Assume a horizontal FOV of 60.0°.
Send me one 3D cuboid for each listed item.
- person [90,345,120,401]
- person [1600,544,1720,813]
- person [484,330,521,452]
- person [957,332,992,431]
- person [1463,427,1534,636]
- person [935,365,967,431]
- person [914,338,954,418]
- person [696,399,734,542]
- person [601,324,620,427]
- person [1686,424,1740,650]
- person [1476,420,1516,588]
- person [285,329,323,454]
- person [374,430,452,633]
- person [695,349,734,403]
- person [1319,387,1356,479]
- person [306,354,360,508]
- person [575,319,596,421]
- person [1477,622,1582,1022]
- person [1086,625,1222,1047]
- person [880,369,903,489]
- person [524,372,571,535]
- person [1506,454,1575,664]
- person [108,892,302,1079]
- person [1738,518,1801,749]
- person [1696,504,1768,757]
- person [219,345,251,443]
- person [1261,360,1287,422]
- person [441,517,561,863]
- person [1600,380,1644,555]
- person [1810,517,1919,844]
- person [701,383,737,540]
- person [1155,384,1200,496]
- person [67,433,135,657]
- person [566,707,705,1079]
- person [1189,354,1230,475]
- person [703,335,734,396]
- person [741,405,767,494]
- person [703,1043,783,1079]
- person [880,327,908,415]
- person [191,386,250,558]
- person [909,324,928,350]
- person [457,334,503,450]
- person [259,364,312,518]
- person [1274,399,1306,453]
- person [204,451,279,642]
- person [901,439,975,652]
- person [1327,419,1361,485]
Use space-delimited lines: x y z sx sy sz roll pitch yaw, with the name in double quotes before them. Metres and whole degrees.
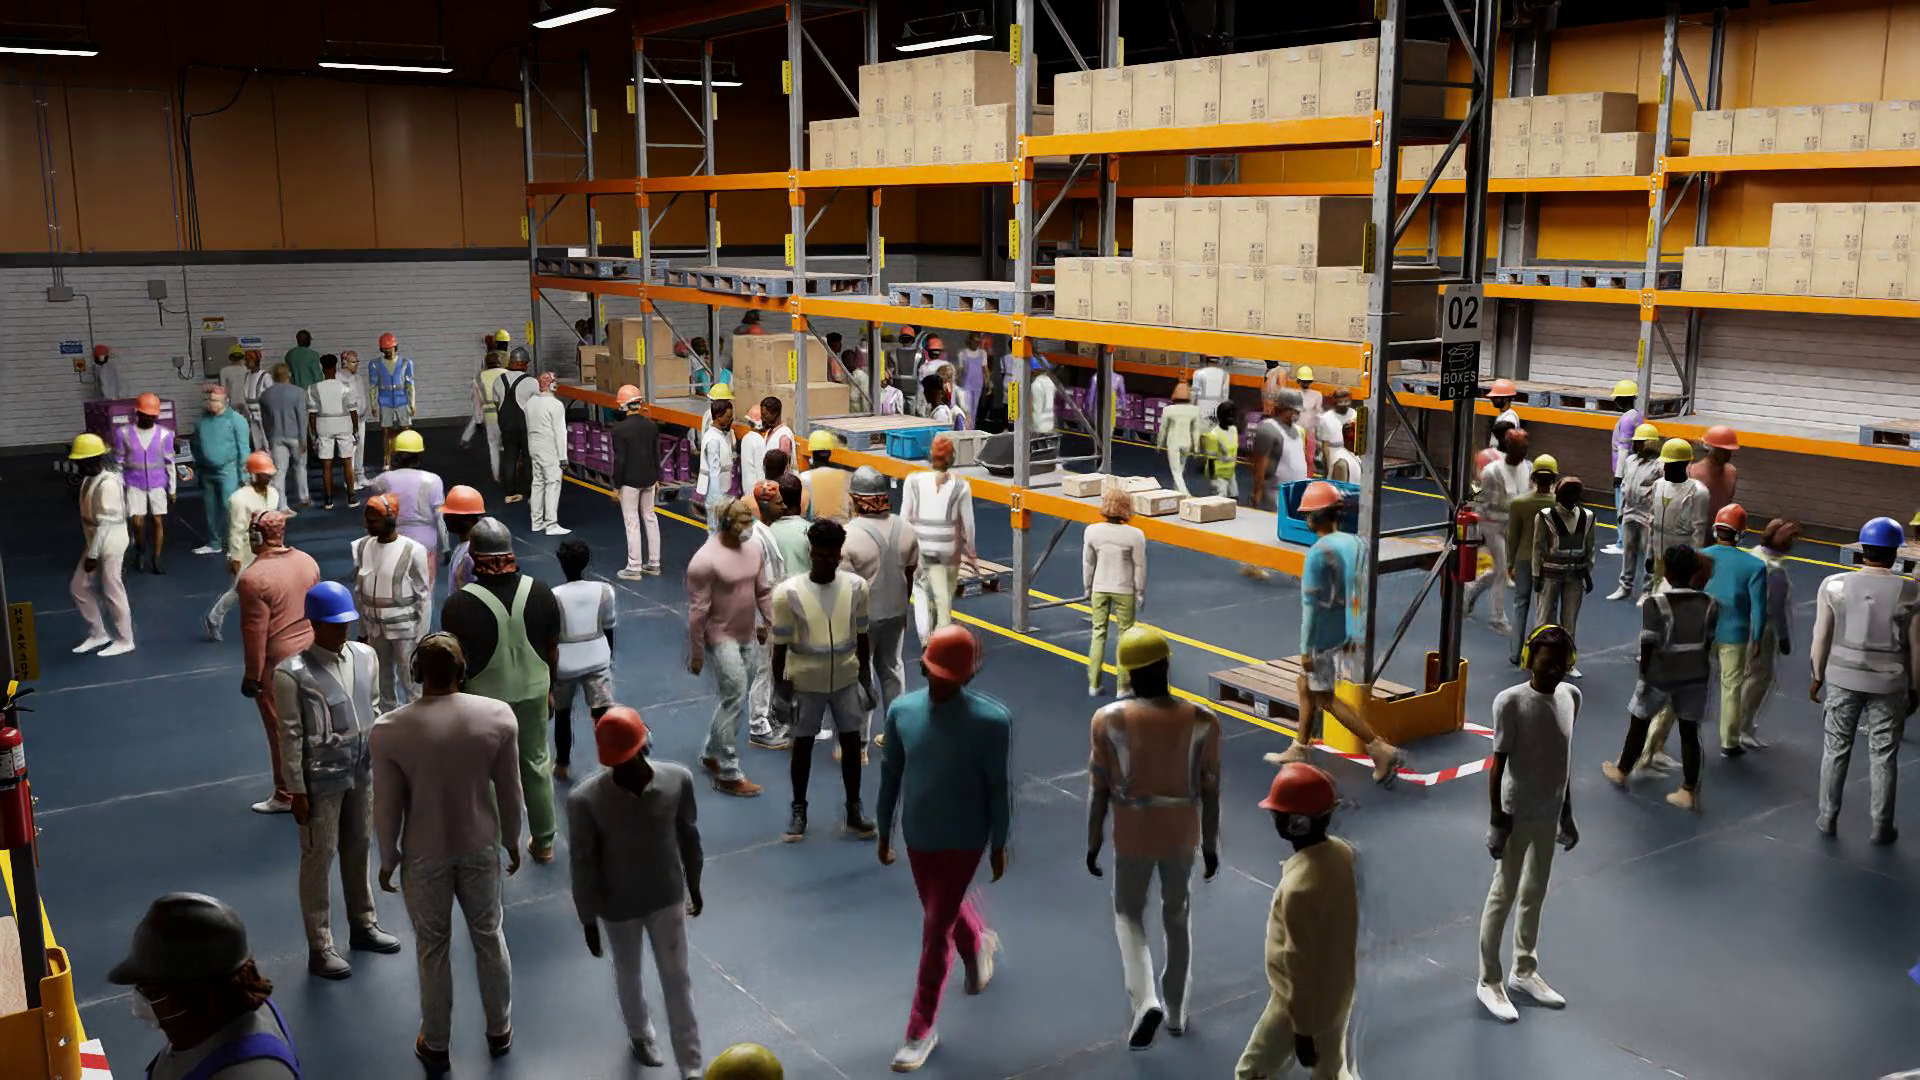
"person" -13.066 -2.104 25.383 0.494 1.732 0.573 -2 11 -12
"person" 4.459 0.834 10.535 0.549 1.659 0.787 -2 11 -8
"person" -7.144 -2.316 25.992 0.587 1.928 0.382 6 13 29
"person" 0.228 -2.522 27.406 0.508 1.782 0.929 -4 12 -21
"person" 4.793 -0.114 14.922 0.603 1.856 0.743 -5 12 -26
"person" -0.085 -1.310 21.176 0.456 1.811 0.612 -9 14 -39
"person" -0.423 -2.004 24.412 0.572 1.913 0.688 -6 13 -30
"person" -2.406 -0.452 16.519 0.410 1.908 0.598 -1 11 -3
"person" -6.143 -2.901 29.232 0.357 1.837 0.527 1 11 5
"person" 6.290 -0.007 14.049 0.636 1.967 0.513 -4 12 -21
"person" 5.391 -0.389 16.748 0.543 1.682 0.633 -3 11 -13
"person" -10.185 -2.305 25.911 0.627 1.940 0.376 4 12 20
"person" -4.616 0.028 14.039 0.594 1.911 0.470 2 11 8
"person" -3.468 -1.792 23.534 0.565 1.841 0.396 1 11 8
"person" 4.324 -0.819 18.672 0.609 1.784 0.977 -5 12 -25
"person" -7.938 -1.380 21.105 0.607 1.966 0.367 -4 12 -18
"person" -6.436 -2.840 28.676 0.373 1.933 0.625 -3 11 -16
"person" 2.667 1.287 7.723 0.513 1.864 0.331 -5 12 -25
"person" 0.871 1.334 7.396 0.607 1.897 0.579 -1 11 -4
"person" -1.023 -1.510 22.616 0.513 1.637 0.313 2 11 9
"person" -4.802 -1.012 19.433 0.663 1.895 0.403 10 15 42
"person" 4.770 0.173 13.701 0.524 1.760 0.337 5 12 23
"person" -1.925 1.871 4.277 0.536 2.000 0.678 -5 12 -24
"person" 5.620 0.634 11.692 0.390 1.622 0.638 2 11 8
"person" 5.228 0.617 11.431 0.572 1.750 0.330 8 13 34
"person" -10.957 -2.088 25.268 0.543 1.751 0.457 -10 15 -40
"person" 4.393 -1.815 23.440 0.375 1.924 0.585 -3 11 -13
"person" -2.614 0.871 9.392 0.672 2.000 0.536 -9 14 -38
"person" 7.274 -0.792 18.237 0.395 1.919 0.582 6 12 28
"person" 5.371 0.830 9.857 0.604 1.942 0.402 8 13 35
"person" -2.723 -0.863 18.832 0.403 1.823 0.597 -3 12 -16
"person" 2.772 -1.172 21.028 0.510 1.602 0.703 -3 12 -16
"person" -7.257 0.059 13.898 0.605 1.904 0.582 10 15 42
"person" -1.323 1.517 6.954 0.581 1.694 0.889 -4 12 -22
"person" 3.537 -1.813 23.503 0.563 1.907 0.917 -3 11 -15
"person" -3.835 -2.371 26.584 0.567 1.839 0.906 -1 11 -5
"person" -2.091 -0.542 17.366 0.346 1.746 0.573 -5 12 -22
"person" -0.541 2.063 4.094 0.492 1.731 0.324 2 11 12
"person" -1.245 -2.987 29.988 0.814 1.706 0.508 6 12 27
"person" -8.088 -0.735 18.067 0.828 1.868 0.400 4 12 18
"person" -0.789 -3.163 30.589 0.429 1.833 0.632 -10 15 -41
"person" -7.537 -2.335 26.343 0.963 1.851 0.595 -5 12 -23
"person" -8.353 -1.241 20.659 0.638 1.860 1.028 0 11 0
"person" 3.576 -0.750 18.571 0.531 1.698 0.320 5 12 23
"person" -6.164 0.067 14.365 0.849 1.714 0.577 4 12 17
"person" -0.202 0.078 13.955 0.650 1.846 0.909 1 11 5
"person" 3.569 -0.218 15.485 0.392 1.838 0.561 4 12 21
